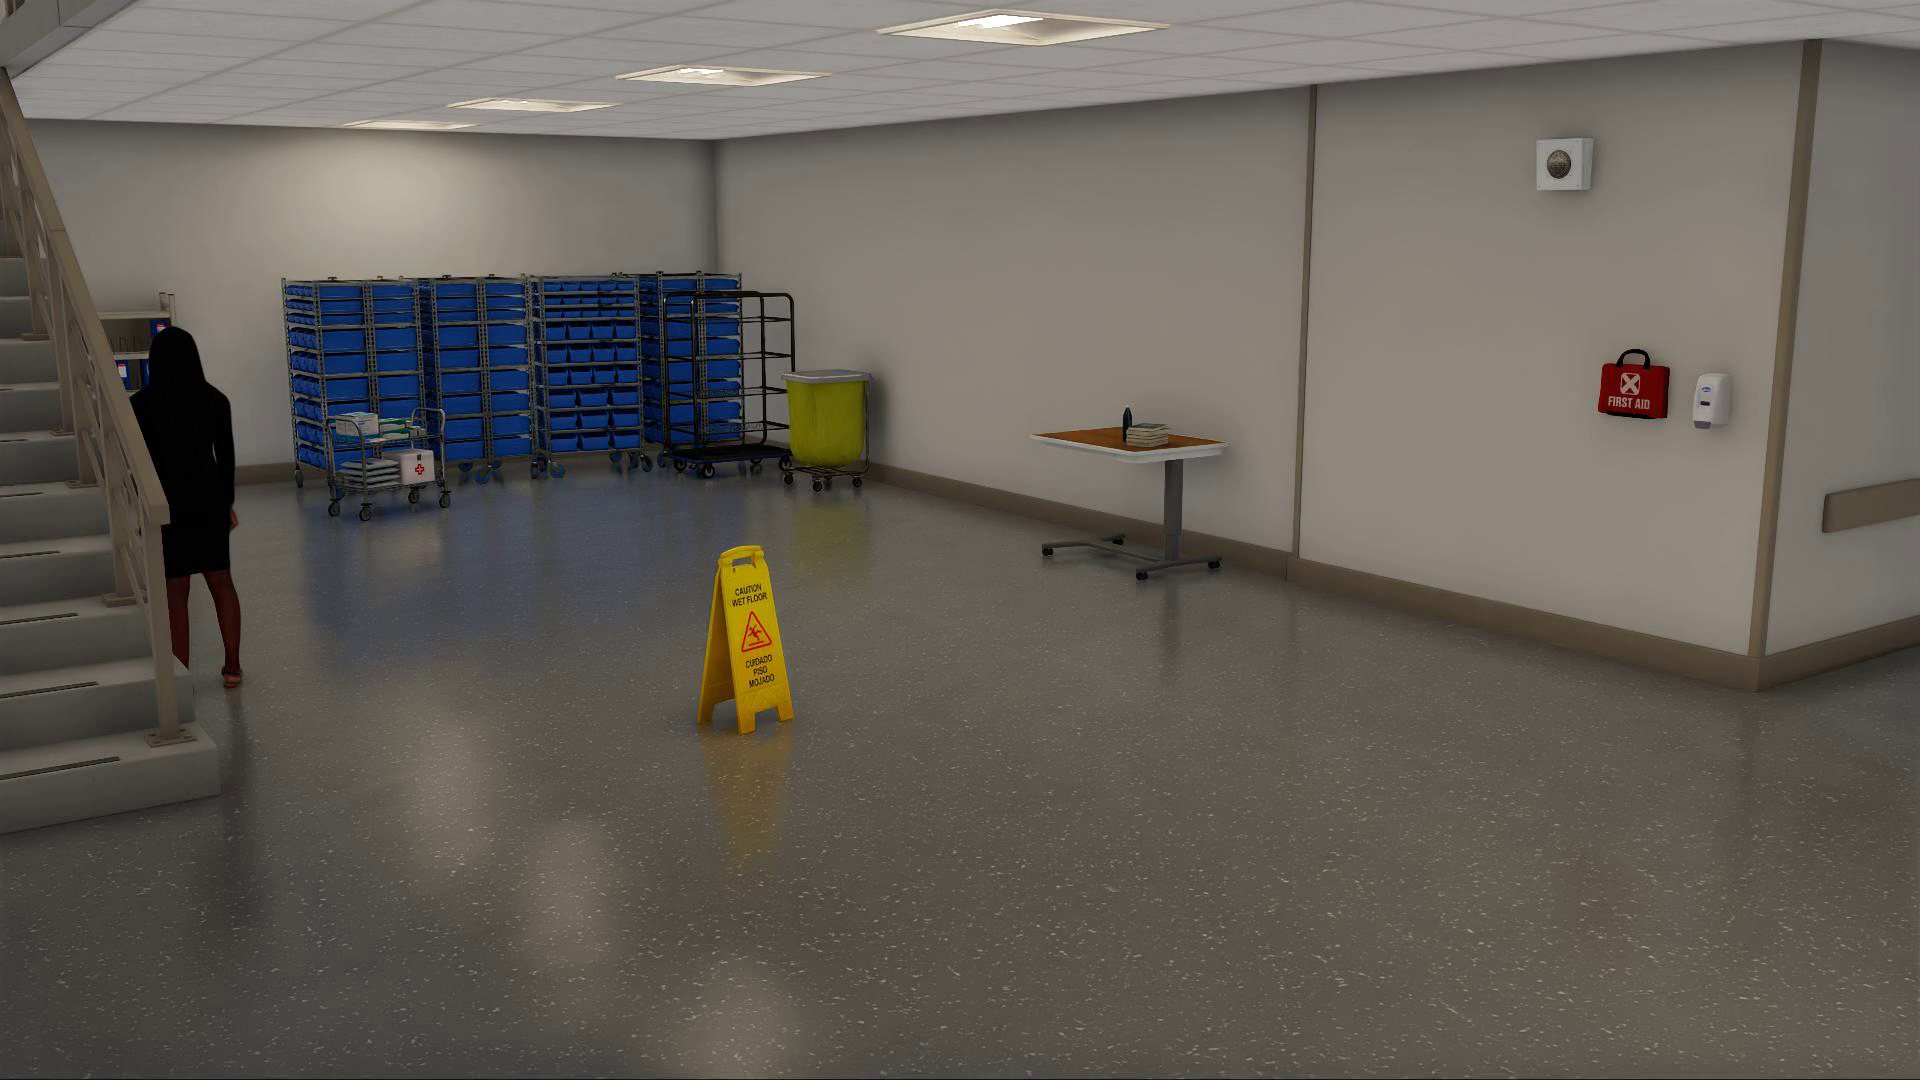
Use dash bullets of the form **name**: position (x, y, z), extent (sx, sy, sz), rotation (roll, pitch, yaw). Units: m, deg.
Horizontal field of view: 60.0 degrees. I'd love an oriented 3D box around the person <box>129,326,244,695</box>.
- **person**: position (-3.619, -0.141, 7.800), extent (0.633, 1.720, 0.540), rotation (-9, 14, -40)
